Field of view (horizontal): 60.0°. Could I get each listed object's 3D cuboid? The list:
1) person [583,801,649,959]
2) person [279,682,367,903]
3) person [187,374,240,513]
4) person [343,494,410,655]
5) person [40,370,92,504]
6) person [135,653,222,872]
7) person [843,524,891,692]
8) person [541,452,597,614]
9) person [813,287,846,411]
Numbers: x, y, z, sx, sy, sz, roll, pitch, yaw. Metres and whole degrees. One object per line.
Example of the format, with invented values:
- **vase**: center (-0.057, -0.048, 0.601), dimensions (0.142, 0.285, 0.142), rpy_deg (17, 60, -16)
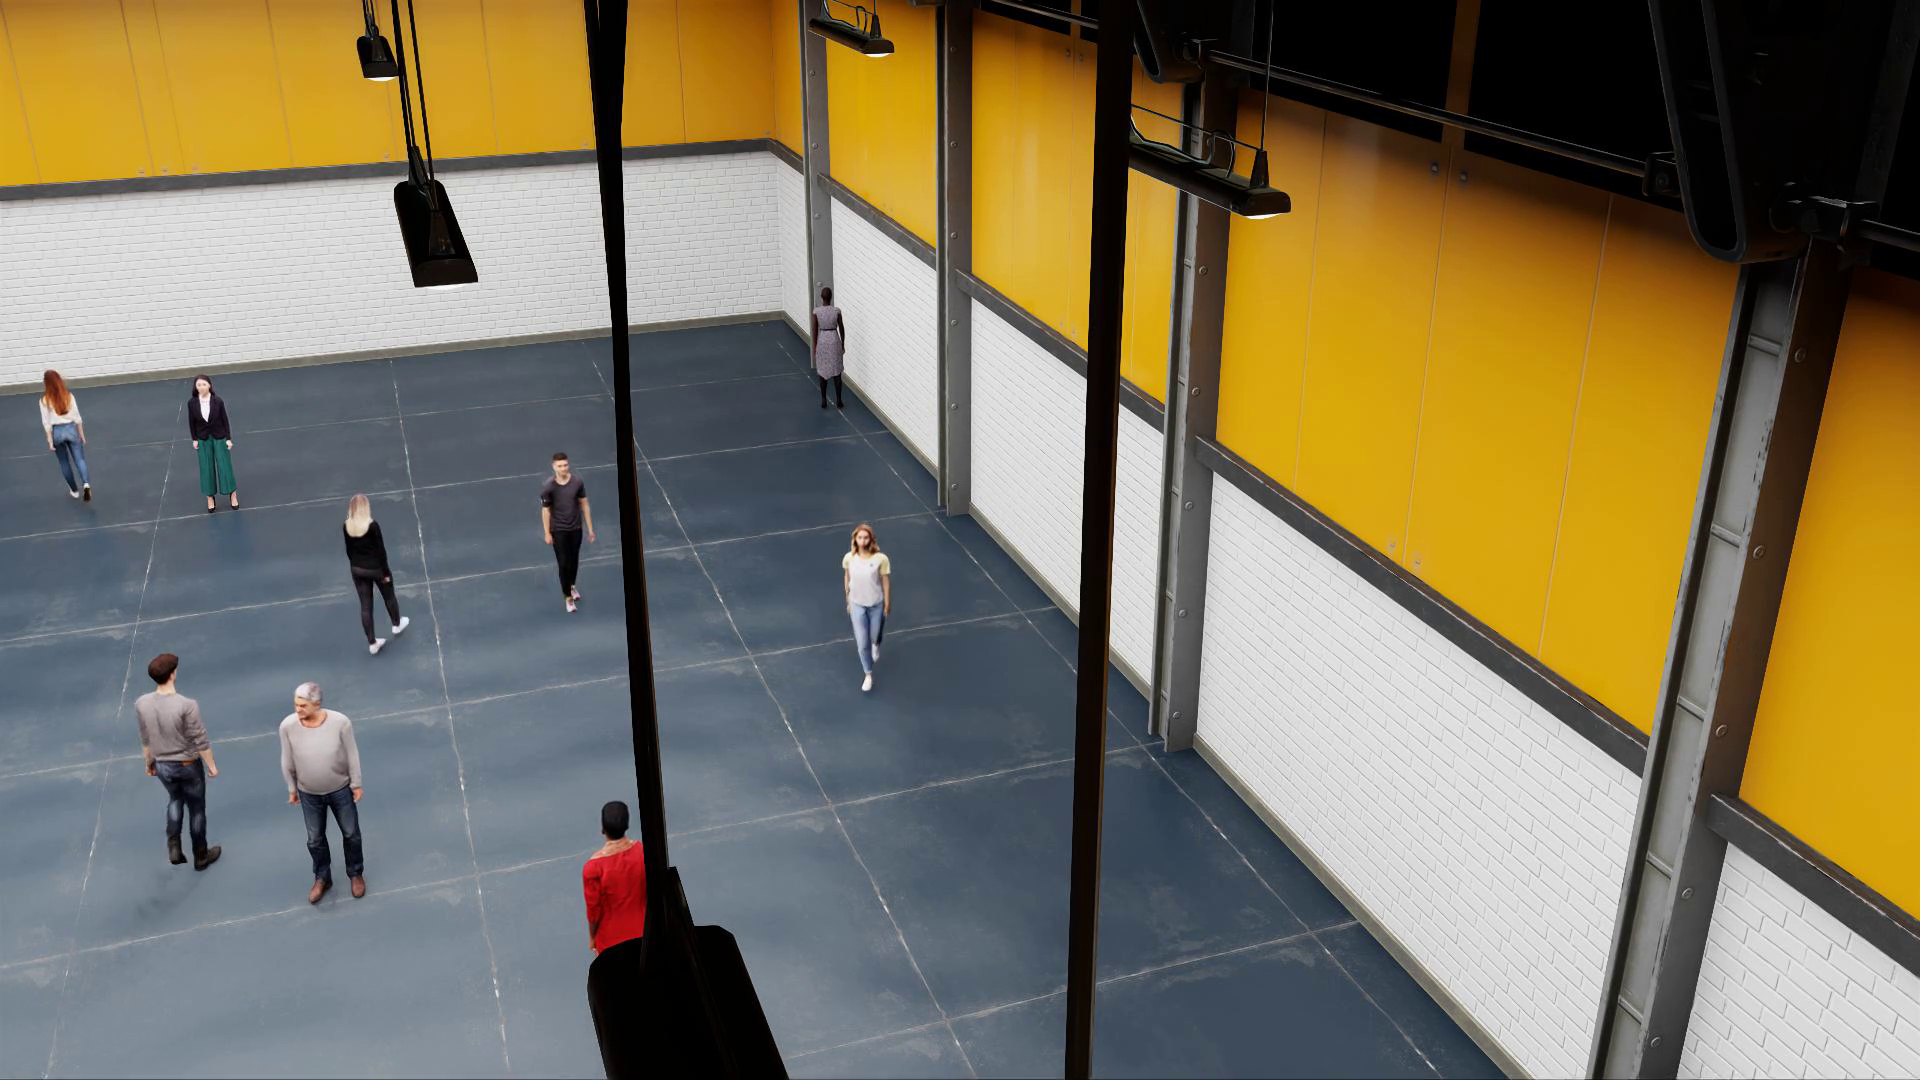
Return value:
- **person**: center (-2.301, 2.639, 11.446), dimensions (0.738, 1.882, 0.676), rpy_deg (-15, 28, -30)
- **person**: center (-4.974, 1.932, 13.037), dimensions (0.773, 1.903, 0.698), rpy_deg (-4, 24, -8)
- **person**: center (-9.170, -1.190, 20.391), dimensions (0.603, 1.733, 0.493), rpy_deg (-8, 25, -18)
- **person**: center (-6.041, 0.376, 16.892), dimensions (0.894, 1.665, 1.038), rpy_deg (3, 24, 7)
- **person**: center (-11.051, -1.259, 20.578), dimensions (0.753, 1.710, 1.040), rpy_deg (-16, 28, -32)
- **person**: center (-6.280, 1.839, 13.262), dimensions (0.839, 1.892, 0.862), rpy_deg (2, 24, 4)
- **person**: center (-0.906, 0.611, 16.304), dimensions (0.865, 1.706, 1.028), rpy_deg (3, 24, 6)
- **person**: center (-4.276, -0.150, 18.001), dimensions (0.763, 1.741, 0.930), rpy_deg (-15, 28, -31)
- **person**: center (-1.882, -2.754, 23.900), dimensions (0.678, 1.788, 0.643), rpy_deg (0, 24, 1)
